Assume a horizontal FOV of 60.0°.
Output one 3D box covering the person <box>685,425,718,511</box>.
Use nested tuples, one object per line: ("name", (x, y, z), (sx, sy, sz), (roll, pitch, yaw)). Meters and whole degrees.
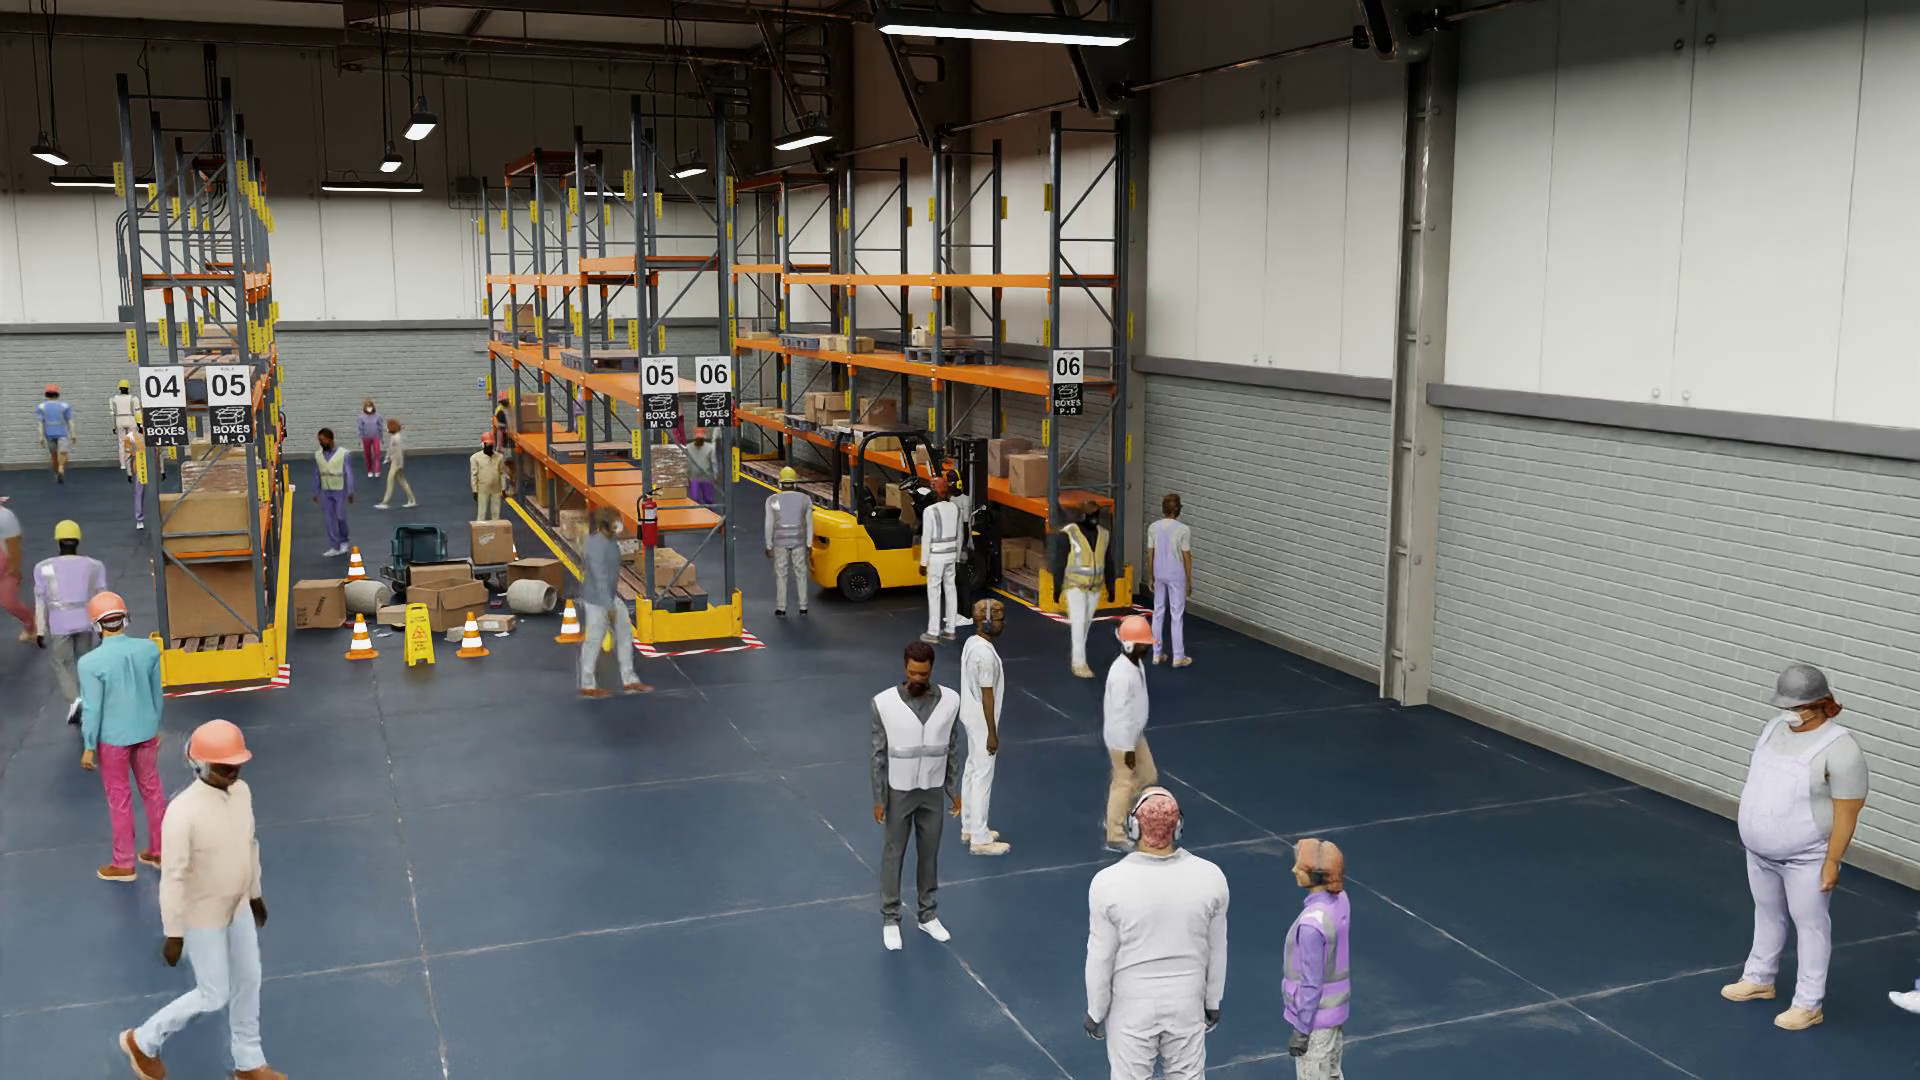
("person", (-4.248, -1.053, 27.259), (0.572, 1.729, 0.645), (0, 9, -3))

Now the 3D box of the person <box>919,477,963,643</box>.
("person", (-0.214, 0.223, 18.777), (0.365, 1.879, 0.585), (9, 13, 44))

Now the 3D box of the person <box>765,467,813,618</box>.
("person", (-2.070, 0.029, 20.116), (0.594, 1.832, 0.403), (-3, 9, -15))

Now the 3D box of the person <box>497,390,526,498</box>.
("person", (-8.344, -1.771, 30.914), (0.632, 2.000, 0.672), (5, 10, 27))

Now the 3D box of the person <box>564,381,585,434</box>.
("person", (-8.028, -2.388, 34.724), (0.406, 2.035, 0.601), (-4, 10, -23))

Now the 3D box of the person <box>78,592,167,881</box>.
("person", (-5.741, 1.337, 11.397), (0.392, 1.988, 0.609), (5, 10, 27))

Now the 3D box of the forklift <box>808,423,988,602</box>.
("forklift", (-0.830, -0.399, 21.676), (2.313, 2.155, 1.214), (-4, 10, -21))

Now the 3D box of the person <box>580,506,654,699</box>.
("person", (-3.348, 0.620, 16.144), (0.827, 1.907, 0.644), (1, 9, 7))

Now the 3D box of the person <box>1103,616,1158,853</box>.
("person", (1.211, 1.388, 11.842), (0.388, 1.735, 0.594), (3, 10, 19))

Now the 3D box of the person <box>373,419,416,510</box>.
("person", (-10.050, -1.351, 29.531), (0.736, 1.602, 0.507), (-4, 10, -22))

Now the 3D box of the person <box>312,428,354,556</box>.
("person", (-9.270, -0.702, 24.588), (0.648, 1.879, 0.517), (2, 9, 12))

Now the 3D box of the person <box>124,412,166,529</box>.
("person", (-13.308, -1.143, 27.194), (0.595, 1.925, 0.371), (-8, 12, -41))

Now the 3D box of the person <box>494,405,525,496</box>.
("person", (-8.499, -1.640, 30.974), (0.781, 1.731, 0.543), (-3, 10, -20))

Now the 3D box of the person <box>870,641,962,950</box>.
("person", (-0.274, 1.551, 10.291), (0.590, 1.913, 0.399), (-4, 10, -22))

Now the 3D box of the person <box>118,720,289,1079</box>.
("person", (-3.803, 1.837, 8.317), (0.679, 1.966, 0.652), (1, 9, 9))

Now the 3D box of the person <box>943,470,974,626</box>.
("person", (-0.018, 0.089, 19.673), (0.324, 1.861, 0.501), (-4, 10, -23))

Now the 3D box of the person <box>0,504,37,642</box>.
("person", (-10.479, 0.245, 18.107), (0.696, 2.000, 0.859), (1, 9, 4))

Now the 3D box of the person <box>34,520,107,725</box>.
("person", (-8.095, 0.772, 15.191), (0.605, 1.908, 0.512), (-8, 12, -42))

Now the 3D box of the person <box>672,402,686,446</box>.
("person", (-6.601, -2.865, 38.582), (0.349, 1.758, 0.521), (4, 10, 23))

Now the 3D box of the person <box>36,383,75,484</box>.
("person", (-17.900, -2.096, 32.911), (0.617, 2.023, 0.849), (-4, 10, -21))

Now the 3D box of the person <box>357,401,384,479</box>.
("person", (-12.012, -2.038, 33.893), (0.522, 1.581, 0.875), (-4, 10, -23))

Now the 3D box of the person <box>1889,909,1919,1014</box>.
("person", (5.480, 1.774, 9.130), (0.541, 1.826, 0.734), (-2, 9, -15))

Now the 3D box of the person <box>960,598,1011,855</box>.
("person", (0.169, 1.325, 11.921), (0.327, 1.844, 0.514), (-2, 9, -13))

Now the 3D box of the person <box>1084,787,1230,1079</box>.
("person", (0.852, 2.023, 7.336), (0.638, 1.909, 0.407), (-2, 9, -10))

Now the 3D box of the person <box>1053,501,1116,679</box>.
("person", (1.319, 0.506, 17.136), (0.668, 1.824, 0.744), (-5, 10, -29))

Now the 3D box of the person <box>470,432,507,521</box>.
("person", (-7.211, -0.786, 25.479), (0.563, 1.755, 0.321), (-8, 12, -40))

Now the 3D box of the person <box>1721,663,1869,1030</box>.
("person", (4.578, 1.661, 9.193), (0.537, 2.000, 0.678), (-3, 9, -17))

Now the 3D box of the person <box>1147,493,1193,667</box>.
("person", (2.223, 0.421, 17.606), (0.505, 1.847, 0.348), (7, 11, 36))

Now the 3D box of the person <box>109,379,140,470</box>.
("person", (-17.776, -2.458, 35.475), (0.594, 1.926, 0.366), (-3, 9, -17))

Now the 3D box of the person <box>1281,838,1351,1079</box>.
("person", (1.602, 2.135, 7.477), (0.306, 1.637, 0.522), (4, 10, 25))
